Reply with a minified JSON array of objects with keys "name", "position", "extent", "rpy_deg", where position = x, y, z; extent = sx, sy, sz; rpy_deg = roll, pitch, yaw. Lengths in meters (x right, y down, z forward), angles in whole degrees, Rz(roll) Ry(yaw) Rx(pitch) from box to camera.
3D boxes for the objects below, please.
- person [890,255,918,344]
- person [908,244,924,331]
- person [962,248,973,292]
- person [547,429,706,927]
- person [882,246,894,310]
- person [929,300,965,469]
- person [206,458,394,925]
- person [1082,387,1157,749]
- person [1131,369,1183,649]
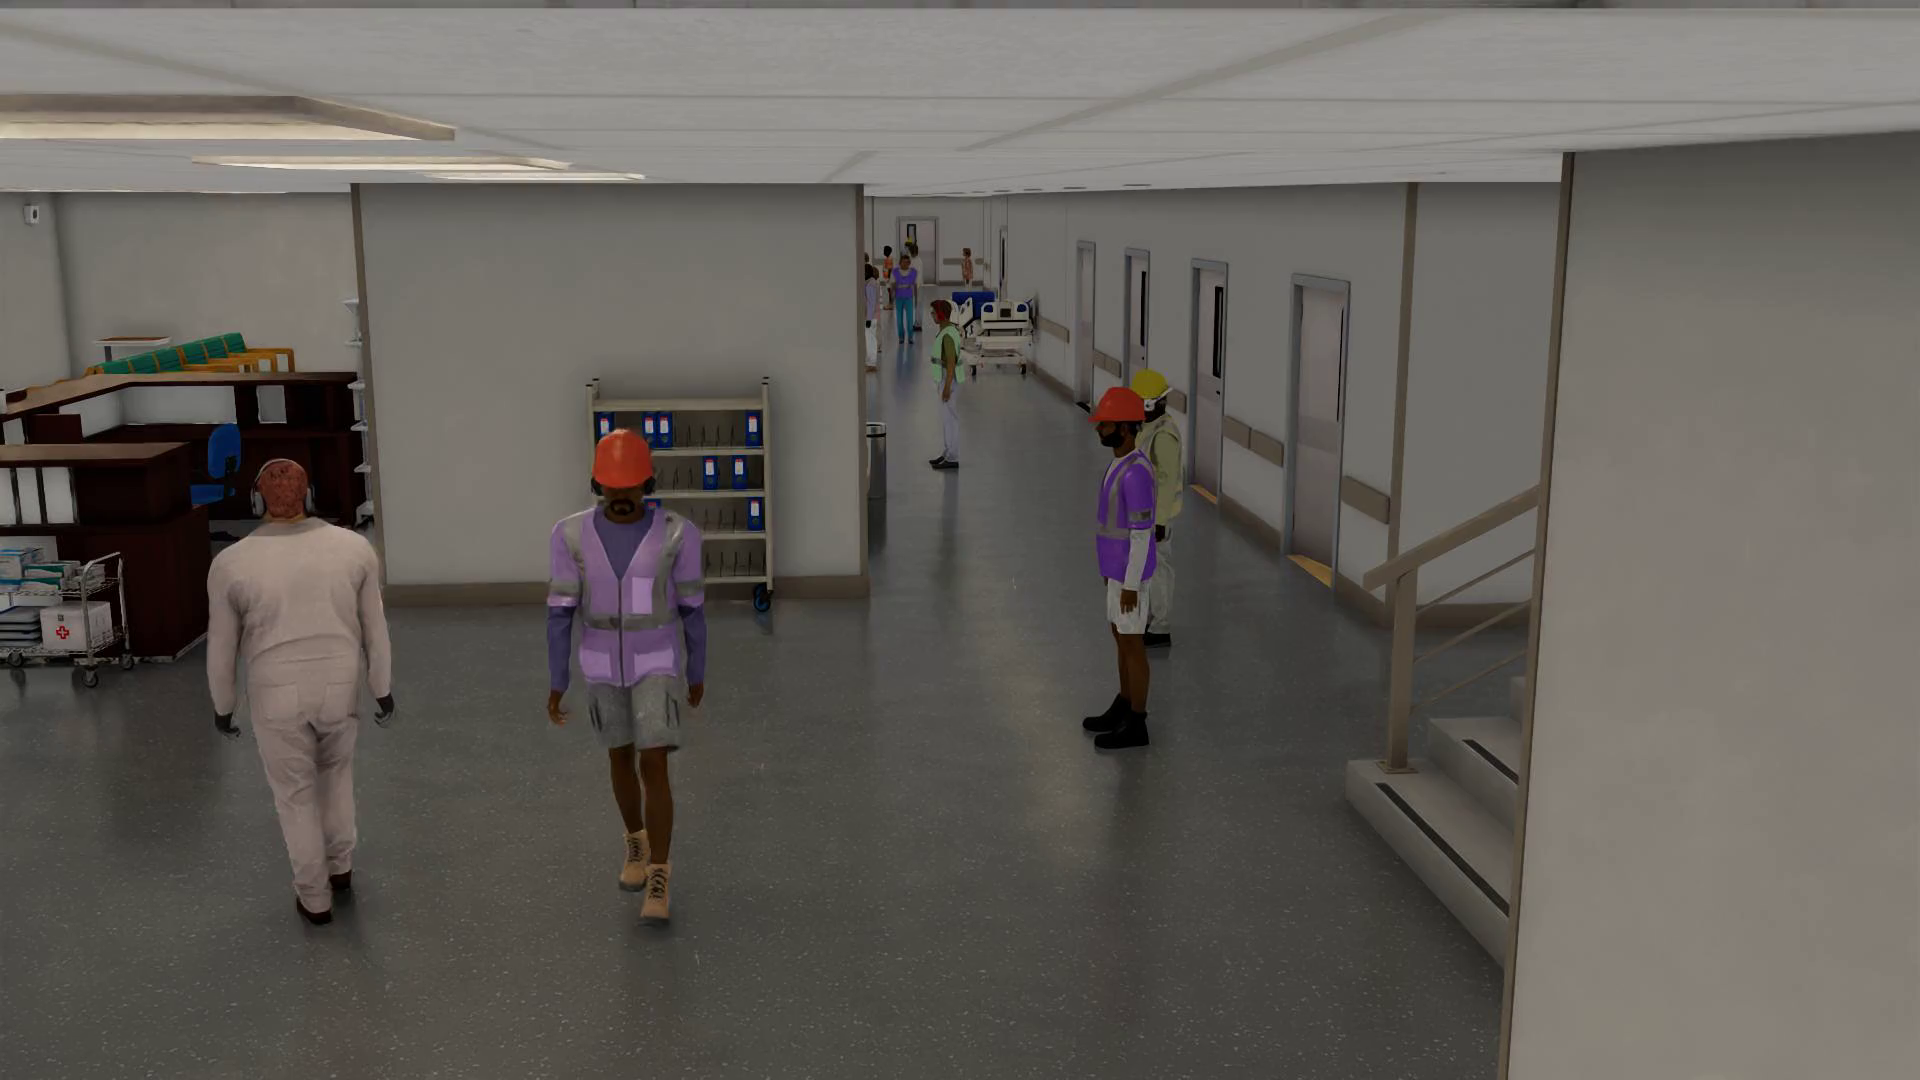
[{"name":"person","position":[-1.136,-4.886,33.829],"extent":[0.569,1.803,0.793],"rpy_deg":[-1,12,-4]},{"name":"person","position":[-0.998,-5.634,37.154],"extent":[0.377,1.936,0.628],"rpy_deg":[-1,12,-3]},{"name":"person","position":[0.200,-6.966,44.383],"extent":[0.314,1.642,0.514],"rpy_deg":[-1,12,-3]},{"name":"person","position":[-1.361,0.555,6.745],"extent":[0.617,2.004,0.929],"rpy_deg":[0,12,1]},{"name":"person","position":[-1.909,-7.005,44.434],"extent":[0.322,1.697,0.533],"rpy_deg":[-1,12,-3]},{"name":"person","position":[-0.138,-1.698,18.156],"extent":[0.395,1.839,0.564],"rpy_deg":[-1,12,-3]},{"name":"person","position":[-2.707,0.600,6.792],"extent":[0.680,1.884,0.620],"rpy_deg":[-8,14,-34]},{"name":"person","position":[0.857,0.150,8.879],"extent":[0.372,1.939,0.544],"rpy_deg":[-1,12,-3]},{"name":"person","position":[1.246,-0.202,10.877],"extent":[0.404,1.827,0.589],"rpy_deg":[-1,12,-3]}]
